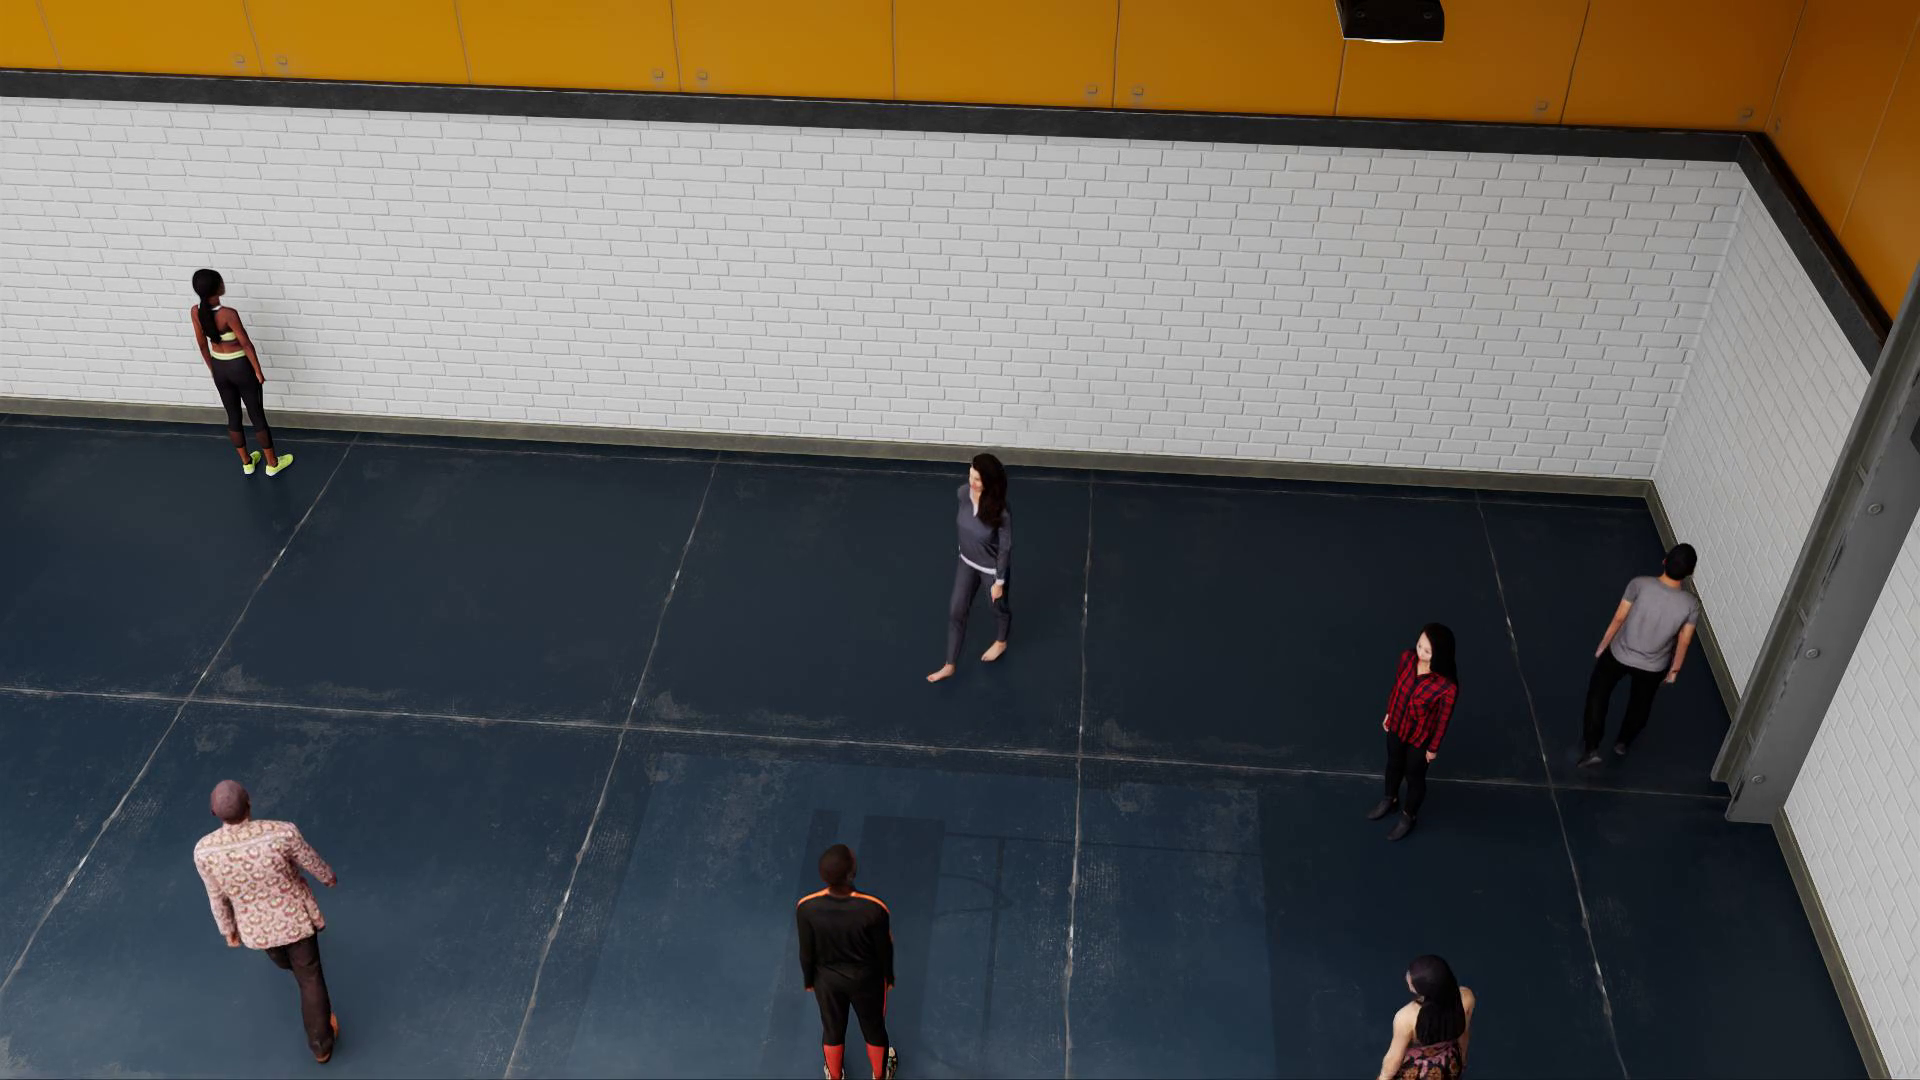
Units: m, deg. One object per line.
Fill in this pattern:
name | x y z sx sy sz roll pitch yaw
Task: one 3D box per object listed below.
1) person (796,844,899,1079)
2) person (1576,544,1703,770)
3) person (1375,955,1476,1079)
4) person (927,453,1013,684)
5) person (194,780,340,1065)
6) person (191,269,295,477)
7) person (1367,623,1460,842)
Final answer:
person | -0.560 2.186 8.352 0.624 1.808 0.536 2 39 2
person | 4.154 0.744 10.210 0.815 1.741 0.999 15 41 18
person | 2.174 2.598 7.900 0.824 1.728 0.926 -5 39 -6
person | 0.213 0.120 10.991 0.927 1.744 1.059 25 45 28
person | -3.528 2.014 8.604 0.922 1.762 1.233 -7 39 -8
person | -5.559 -1.272 12.725 0.572 1.754 0.509 5 39 7
person | 2.698 1.105 9.831 0.717 1.652 0.631 -21 43 -25
